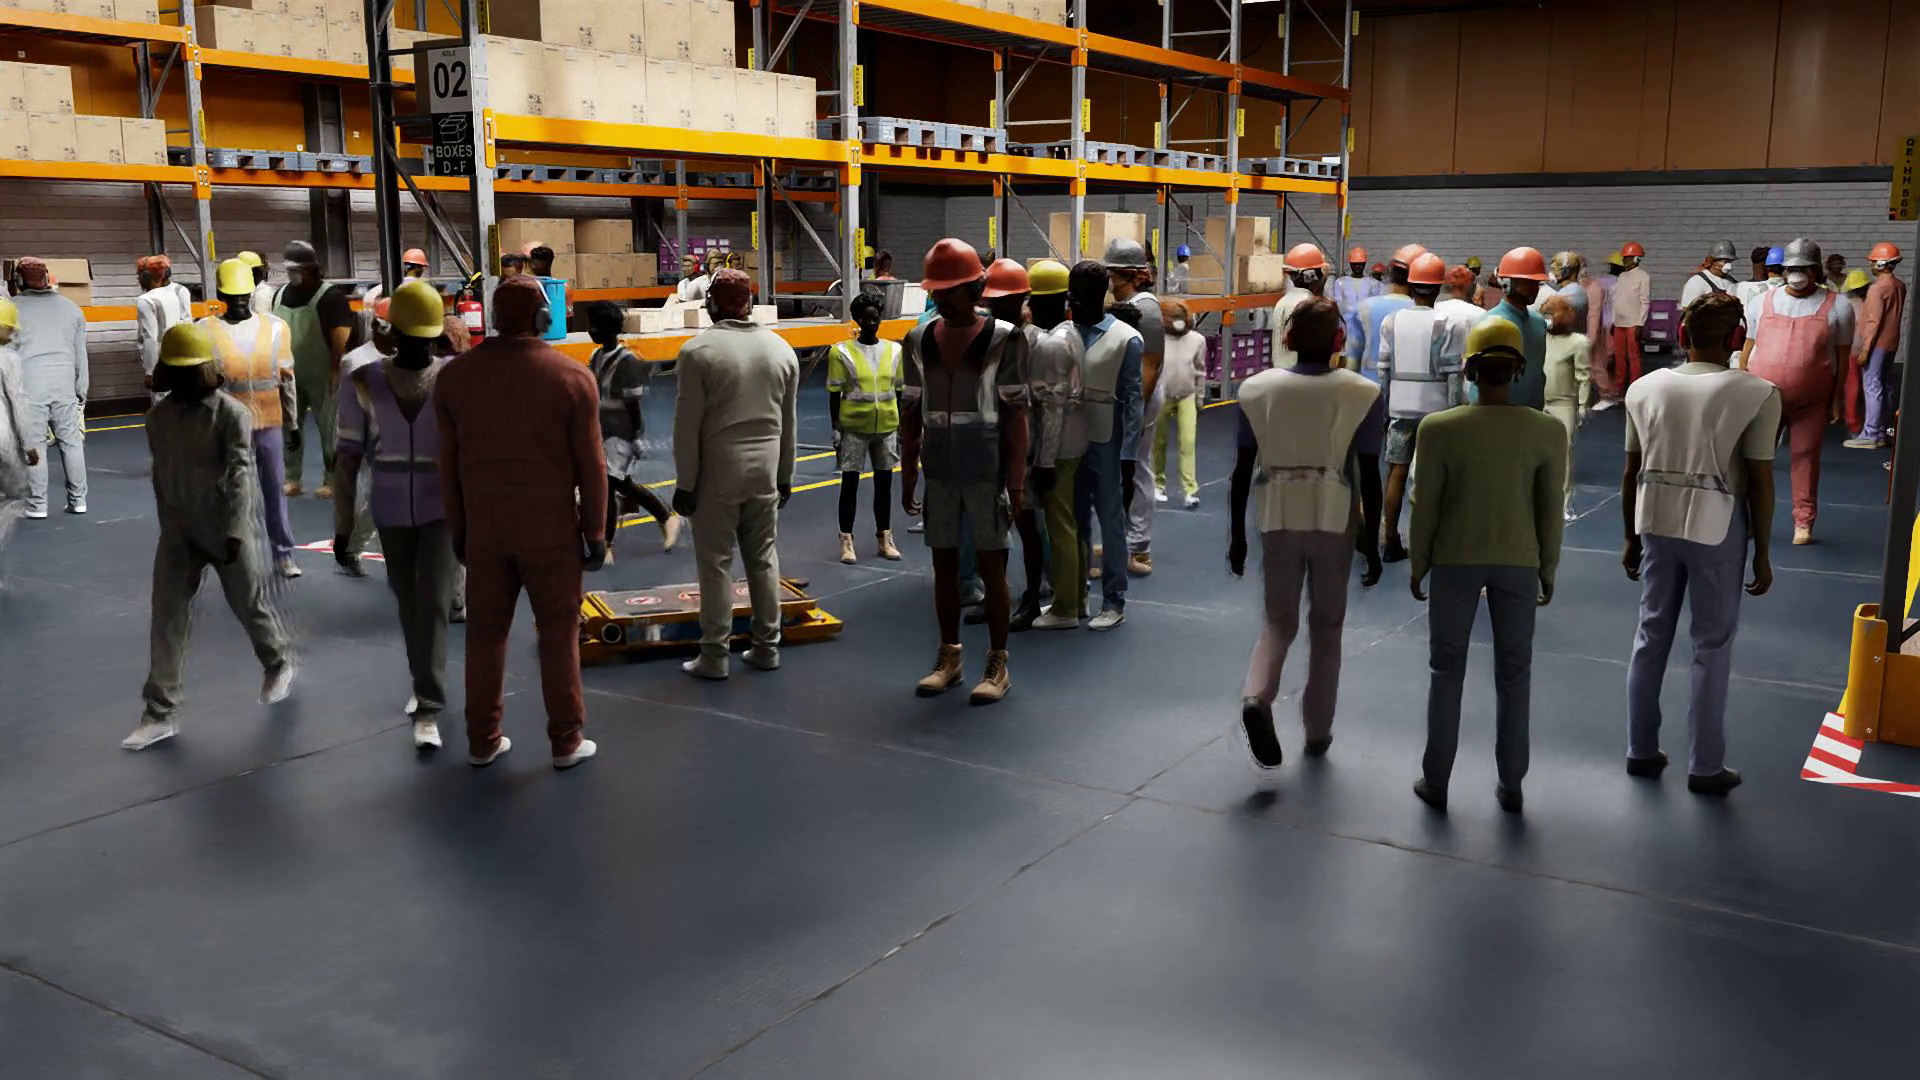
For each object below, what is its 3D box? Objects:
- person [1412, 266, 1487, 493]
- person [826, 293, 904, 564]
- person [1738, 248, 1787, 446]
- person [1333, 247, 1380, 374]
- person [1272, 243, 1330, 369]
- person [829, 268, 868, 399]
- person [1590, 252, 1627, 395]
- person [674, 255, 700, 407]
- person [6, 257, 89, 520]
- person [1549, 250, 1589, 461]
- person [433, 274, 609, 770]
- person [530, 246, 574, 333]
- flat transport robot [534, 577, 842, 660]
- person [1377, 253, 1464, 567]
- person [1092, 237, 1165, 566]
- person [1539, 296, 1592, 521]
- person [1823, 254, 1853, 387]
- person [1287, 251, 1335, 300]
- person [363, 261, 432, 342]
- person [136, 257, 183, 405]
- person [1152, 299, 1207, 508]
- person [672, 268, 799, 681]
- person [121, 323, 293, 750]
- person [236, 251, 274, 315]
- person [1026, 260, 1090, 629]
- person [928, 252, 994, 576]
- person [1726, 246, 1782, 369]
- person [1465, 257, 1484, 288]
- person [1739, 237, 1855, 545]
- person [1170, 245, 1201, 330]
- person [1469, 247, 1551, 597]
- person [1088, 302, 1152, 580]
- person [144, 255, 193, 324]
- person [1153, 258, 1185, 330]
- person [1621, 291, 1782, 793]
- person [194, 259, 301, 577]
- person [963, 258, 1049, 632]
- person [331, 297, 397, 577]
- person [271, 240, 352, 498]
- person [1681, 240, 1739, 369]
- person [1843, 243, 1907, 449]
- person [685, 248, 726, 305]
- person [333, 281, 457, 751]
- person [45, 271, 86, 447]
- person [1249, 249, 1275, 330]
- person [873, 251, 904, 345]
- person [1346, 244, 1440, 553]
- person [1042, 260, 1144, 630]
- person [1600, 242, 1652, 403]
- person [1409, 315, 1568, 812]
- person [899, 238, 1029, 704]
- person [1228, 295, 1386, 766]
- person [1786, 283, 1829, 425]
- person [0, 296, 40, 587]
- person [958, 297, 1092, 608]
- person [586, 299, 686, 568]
[{"bbox_3d":[3.851,-1.234,13.118,0.564,1.831,1.052,7,12,33],"label":"person"},{"bbox_3d":[-0.574,-0.698,10.457,0.544,1.696,0.317,-4,11,-23],"label":"person"},{"bbox_3d":[7.950,-1.870,16.337,0.618,1.913,0.387,-2,10,-11],"label":"person"},{"bbox_3d":[4.723,-2.523,19.893,0.544,1.939,0.354,1,10,7],"label":"person"},{"bbox_3d":[2.342,-1.022,11.414,0.376,1.997,0.612,-3,11,-16],"label":"person"},{"bbox_3d":[-1.142,-2.189,18.142,0.598,1.908,0.402,-5,11,-25],"label":"person"},{"bbox_3d":[8.451,-2.826,21.780,0.824,1.884,0.605,-3,11,-18],"label":"person"},{"bbox_3d":[-3.192,-2.509,20.070,0.565,1.846,0.390,8,13,37],"label":"person"},{"bbox_3d":[-6.707,-1.105,12.155,0.401,1.903,0.644,7,12,33],"label":"person"},{"bbox_3d":[5.051,-1.451,13.956,0.372,1.940,0.632,5,12,27],"label":"person"},{"bbox_3d":[-1.665,-0.064,6.400,0.644,1.898,0.399,1,10,6],"label":"person"},{"bbox_3d":[-4.252,-2.051,17.200,0.609,1.964,0.367,7,12,34],"label":"person"},{"bbox_3d":[-1.380,0.381,8.424,1.431,0.197,0.652,-4,11,-22],"label":"flat transport robot"},{"bbox_3d":[2.867,-0.802,10.344,0.551,1.942,0.340,9,13,40],"label":"person"},{"bbox_3d":[0.994,-0.847,10.323,0.536,2.000,0.681,-1,10,-7],"label":"person"},{"bbox_3d":[4.338,-0.975,12.204,0.369,1.615,0.702,-7,12,-33],"label":"person"},{"bbox_3d":[12.146,-3.038,23.084,0.571,1.826,0.603,0,10,1],"label":"person"},{"bbox_3d":[4.536,-2.786,21.492,0.663,1.886,0.427,6,12,30],"label":"person"},{"bbox_3d":[-5.465,-1.832,16.221,0.627,1.900,1.023,-1,10,-3],"label":"person"},{"bbox_3d":[-6.884,-1.506,14.458,0.522,1.883,0.620,1,10,5],"label":"person"},{"bbox_3d":[1.633,-1.034,12.623,0.501,1.582,0.825,-1,10,-7],"label":"person"},{"bbox_3d":[-1.053,-0.303,7.724,0.652,1.896,0.402,-9,14,-42],"label":"person"},{"bbox_3d":[-3.127,-0.061,6.915,0.485,1.694,0.902,1,10,5],"label":"person"},{"bbox_3d":[-7.078,-1.916,16.625,0.553,1.901,0.607,-6,12,-30],"label":"person"},{"bbox_3d":[0.497,-0.491,8.698,0.401,1.919,0.587,3,11,14],"label":"person"},{"bbox_3d":[0.075,-0.717,9.848,0.624,1.951,0.456,3,11,15],"label":"person"},{"bbox_3d":[7.836,-1.900,16.389,0.379,1.958,0.600,-8,13,-37],"label":"person"},{"bbox_3d":[7.764,-3.408,25.277,0.312,1.769,0.525,-4,11,-19],"label":"person"},{"bbox_3d":[5.533,-0.986,11.093,0.673,2.000,0.536,7,12,33],"label":"person"},{"bbox_3d":[3.420,-3.566,25.646,0.615,1.945,0.404,1,10,8],"label":"person"},{"bbox_3d":[3.123,-0.660,9.462,0.608,1.987,0.406,-8,13,-37],"label":"person"},{"bbox_3d":[0.900,-0.566,9.799,0.643,1.654,0.549,2,10,13],"label":"person"},{"bbox_3d":[-8.192,-2.011,17.254,0.570,1.875,0.365,4,11,21],"label":"person"},{"bbox_3d":[2.828,-3.025,23.111,0.615,1.777,0.930,6,12,32],"label":"person"},{"bbox_3d":[2.698,0.012,6.139,0.394,1.836,0.560,-8,13,-39],"label":"person"},{"bbox_3d":[-4.235,-0.703,9.885,0.592,1.915,0.392,-7,13,-36],"label":"person"},{"bbox_3d":[0.243,-0.484,8.640,0.546,1.930,0.379,10,14,43],"label":"person"},{"bbox_3d":[-3.452,-0.583,9.839,0.802,1.697,0.632,4,11,20],"label":"person"},{"bbox_3d":[-5.126,-1.345,13.083,0.707,2.000,0.535,2,11,13],"label":"person"},{"bbox_3d":[7.740,-2.061,17.050,0.681,2.000,0.535,-5,11,-24],"label":"person"},{"bbox_3d":[8.939,-1.884,16.197,0.611,1.995,0.375,-9,13,-40],"label":"person"},{"bbox_3d":[-2.468,-1.959,16.768,0.352,1.937,0.635,10,14,43],"label":"person"},{"bbox_3d":[-2.225,-0.119,6.798,0.627,1.861,0.985,-1,10,-7],"label":"person"},{"bbox_3d":[-8.859,-1.769,16.257,0.571,1.742,0.351,0,10,-1],"label":"person"},{"bbox_3d":[4.815,-3.598,26.033,0.593,1.877,0.362,10,14,43],"label":"person"},{"bbox_3d":[-0.790,-2.086,17.644,0.598,1.883,0.410,-9,13,-40],"label":"person"},{"bbox_3d":[2.742,-0.891,10.674,0.628,2.005,0.894,5,12,27],"label":"person"},{"bbox_3d":[0.704,-0.494,8.708,0.375,1.917,0.592,-10,14,-44],"label":"person"},{"bbox_3d":[8.359,-2.716,20.807,0.375,1.995,0.611,-3,11,-16],"label":"person"},{"bbox_3d":[1.860,0.090,5.918,0.528,1.761,0.341,2,10,9],"label":"person"},{"bbox_3d":[-0.001,-0.295,7.307,0.613,2.031,0.402,5,11,24],"label":"person"},{"bbox_3d":[1.308,-0.017,6.359,0.584,1.822,0.706,3,11,18],"label":"person"},{"bbox_3d":[9.118,-2.137,18.023,0.429,1.842,0.633,-7,12,-34],"label":"person"},{"bbox_3d":[-5.639,-0.546,9.584,0.572,1.701,0.541,2,11,13],"label":"person"},{"bbox_3d":[0.305,-0.572,9.277,0.950,1.859,0.674,-9,14,-41],"label":"person"},{"bbox_3d":[-2.085,-0.675,10.440,0.779,1.670,0.540,-7,12,-35],"label":"person"}]
